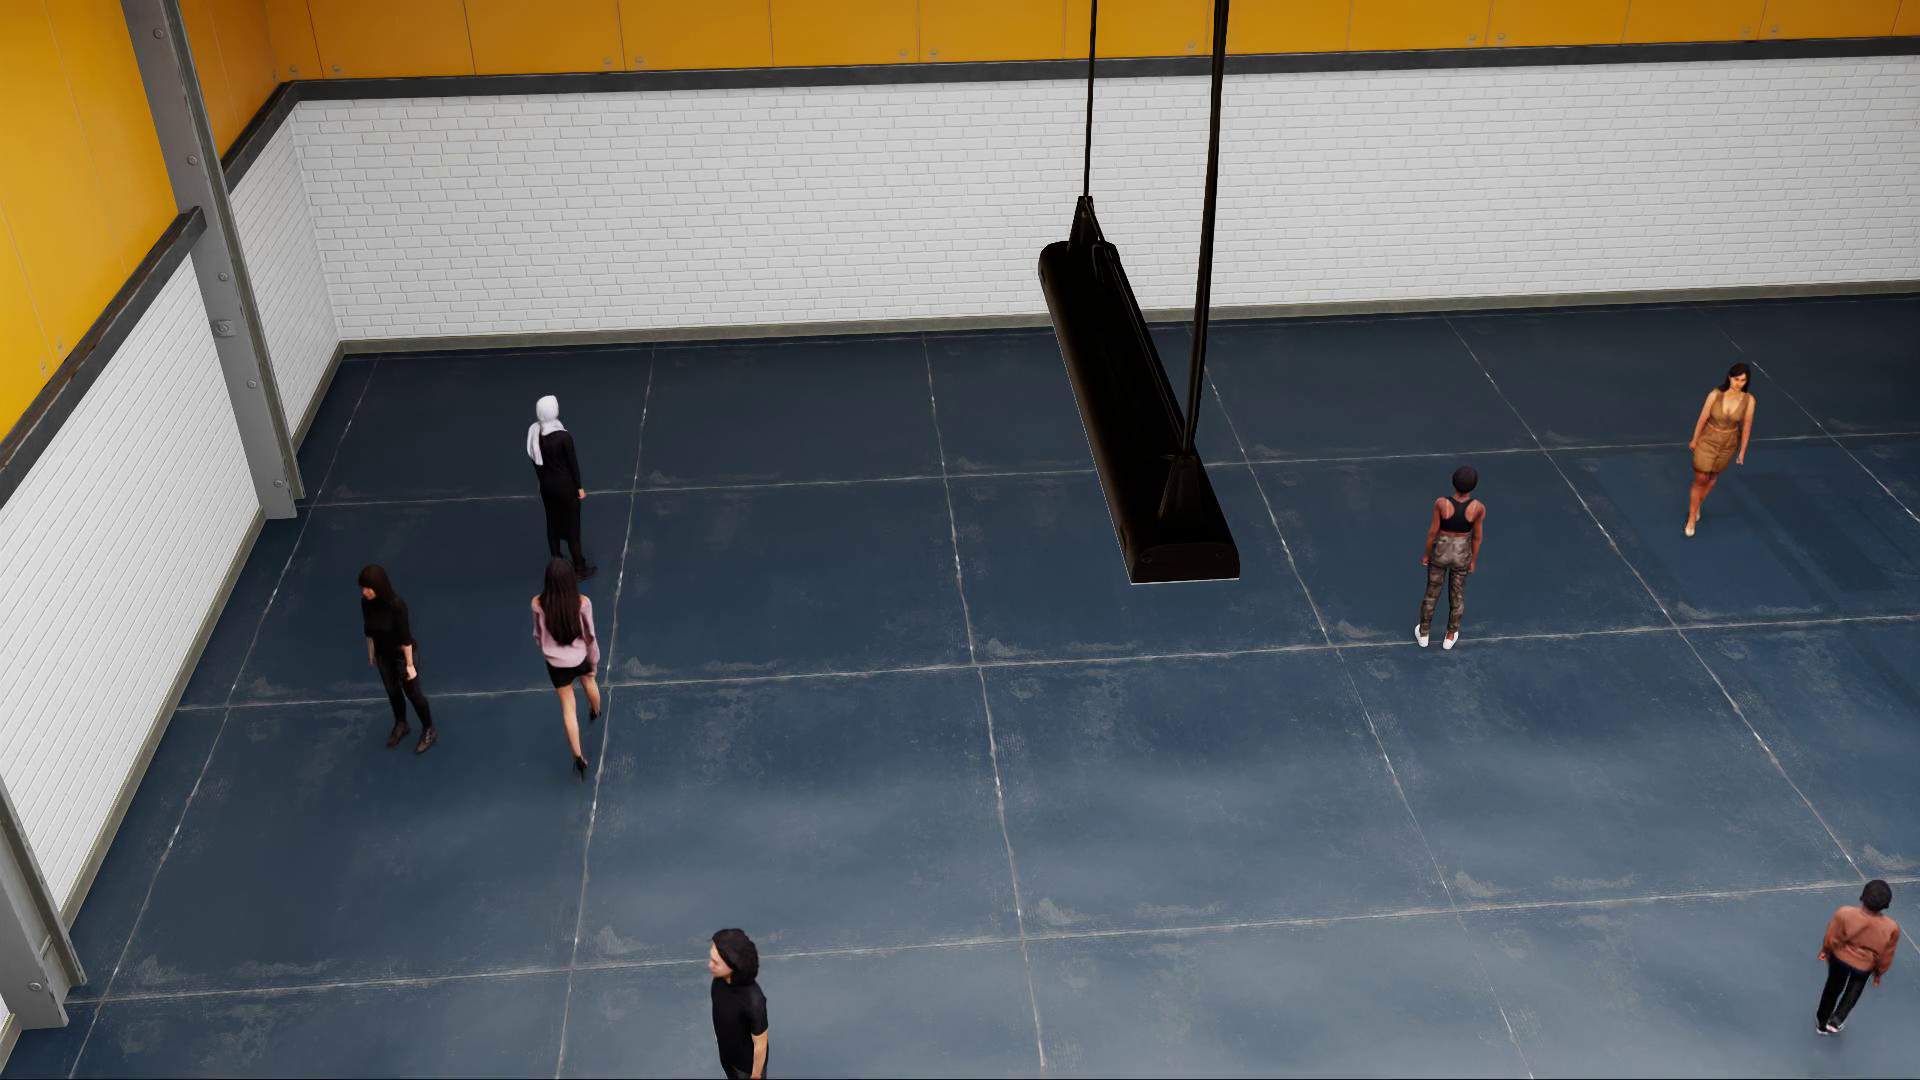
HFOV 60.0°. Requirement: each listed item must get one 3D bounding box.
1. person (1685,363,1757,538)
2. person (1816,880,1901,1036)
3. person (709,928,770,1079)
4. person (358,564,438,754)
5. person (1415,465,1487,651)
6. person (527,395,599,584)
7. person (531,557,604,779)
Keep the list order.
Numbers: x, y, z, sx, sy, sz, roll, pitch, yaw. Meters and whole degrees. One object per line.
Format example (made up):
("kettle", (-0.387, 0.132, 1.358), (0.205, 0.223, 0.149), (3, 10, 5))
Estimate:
("person", (6.856, -0.889, 15.078), (0.735, 1.670, 0.865), (8, 34, 12))
("person", (5.473, 2.605, 10.200), (0.617, 1.250, 0.649), (17, 37, 24))
("person", (-1.214, 2.835, 9.325), (0.772, 1.836, 0.650), (-21, 39, -29))
("person", (-4.212, 0.853, 12.486), (0.653, 1.638, 0.646), (10, 35, 15))
("person", (3.980, 0.136, 13.509), (0.644, 1.700, 0.618), (7, 34, 11))
("person", (-3.447, -0.434, 14.296), (0.686, 1.778, 0.687), (14, 36, 19))
("person", (-2.879, 0.962, 12.204), (0.661, 1.768, 1.030), (-5, 34, -7))
